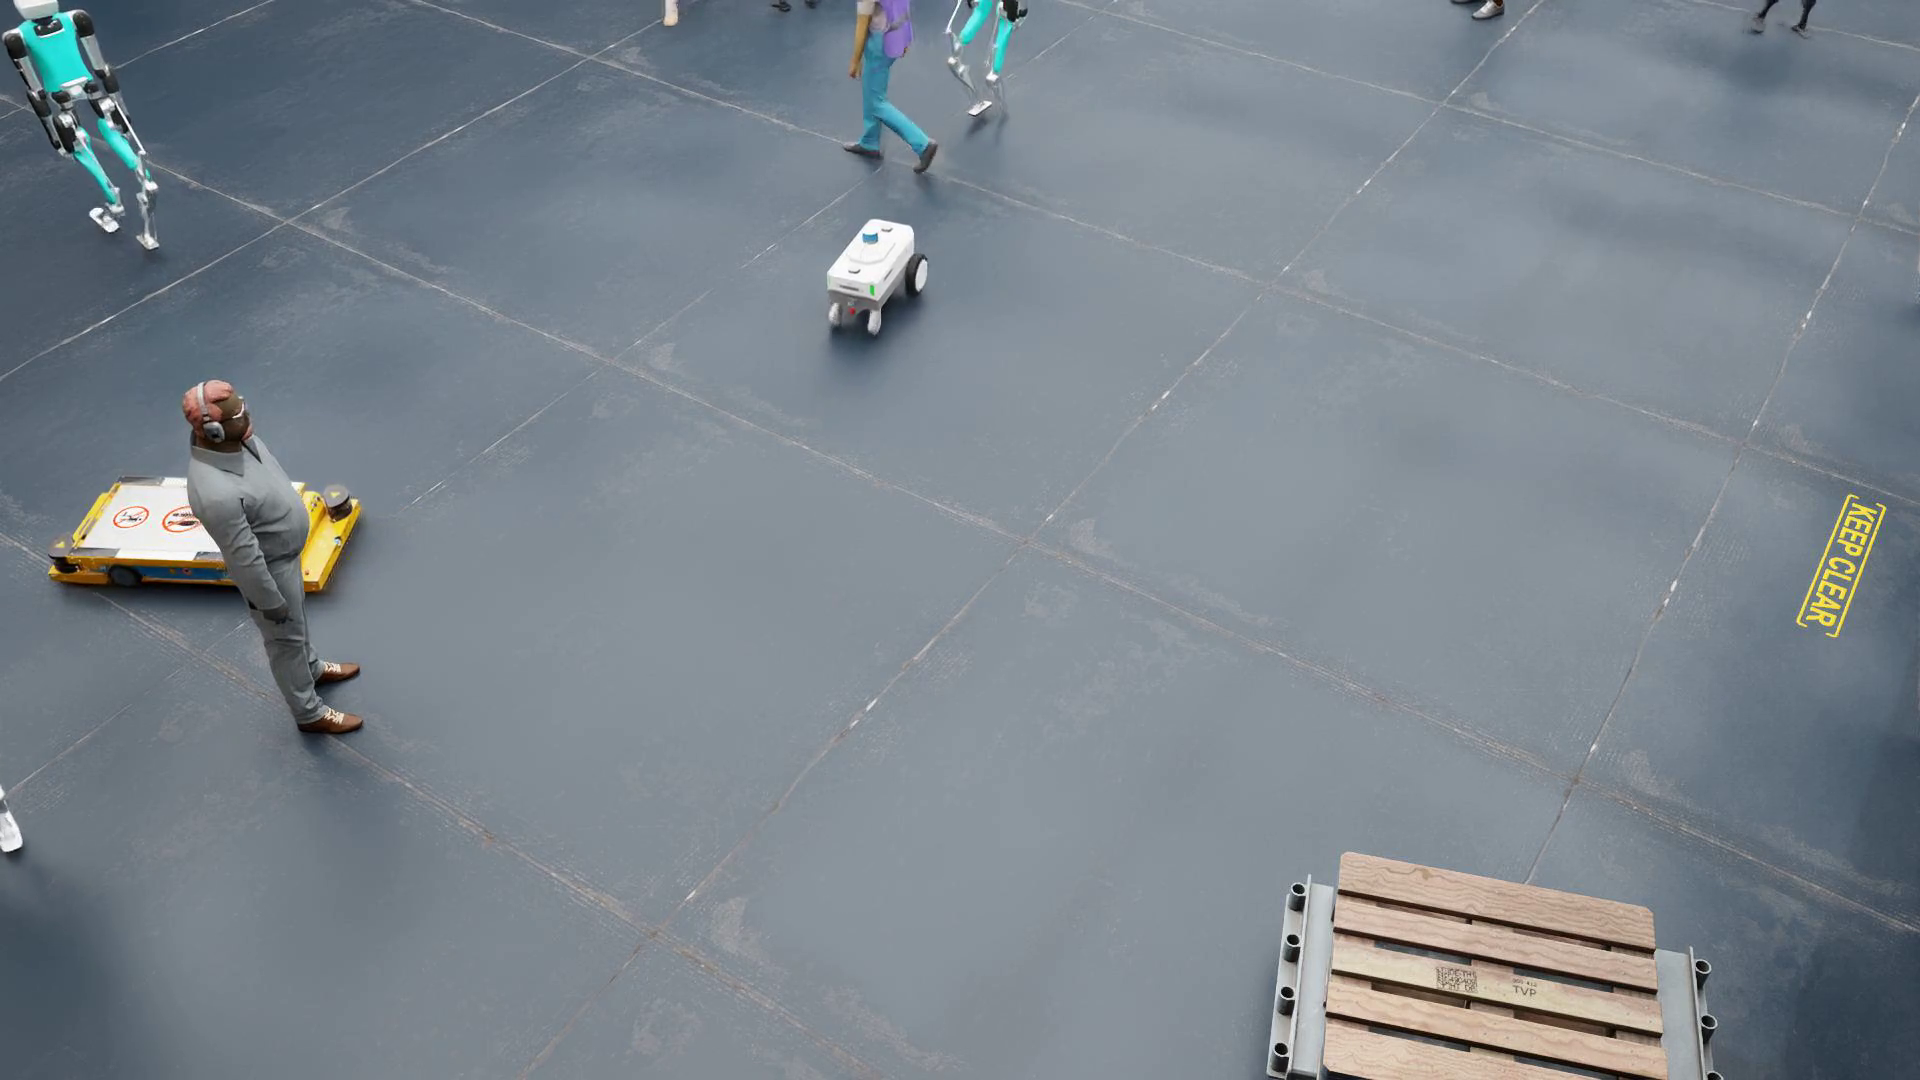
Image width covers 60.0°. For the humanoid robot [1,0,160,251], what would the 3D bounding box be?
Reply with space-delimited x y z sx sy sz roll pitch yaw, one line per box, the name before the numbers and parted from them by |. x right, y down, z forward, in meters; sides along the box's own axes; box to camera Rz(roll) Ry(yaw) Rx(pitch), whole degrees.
humanoid robot | -5.475 -2.580 10.549 0.541 1.728 0.984 -32 51 -31

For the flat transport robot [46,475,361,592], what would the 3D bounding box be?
flat transport robot | -3.998 -0.032 8.815 1.431 0.231 0.659 2 42 2

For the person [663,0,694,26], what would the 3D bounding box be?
person | -2.268 -5.147 13.374 0.575 1.819 0.770 8 42 9

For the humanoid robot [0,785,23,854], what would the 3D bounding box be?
humanoid robot | -4.292 0.740 6.816 0.531 1.752 0.730 -29 49 -28

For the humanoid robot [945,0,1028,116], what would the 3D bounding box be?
humanoid robot | 0.165 -3.773 11.935 0.545 1.825 0.754 25 48 26

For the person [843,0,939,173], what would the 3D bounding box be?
person | -0.506 -3.385 11.404 0.745 1.818 0.572 14 44 15

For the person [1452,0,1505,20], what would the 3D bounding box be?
person | 4.373 -5.157 13.298 0.430 1.938 0.564 -11 43 -13

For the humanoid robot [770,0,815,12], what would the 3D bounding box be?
humanoid robot | -1.502 -5.132 13.476 0.590 1.643 0.406 -15 44 -17

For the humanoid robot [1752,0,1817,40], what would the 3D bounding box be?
humanoid robot | 6.709 -4.766 13.055 0.613 1.644 0.381 -3 42 -3

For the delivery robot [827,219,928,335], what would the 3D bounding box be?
delivery robot | -0.553 -1.702 10.455 0.499 0.575 0.759 14 44 15

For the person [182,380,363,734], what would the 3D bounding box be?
person | -3.082 0.083 7.456 0.414 1.912 0.641 -11 43 -12
